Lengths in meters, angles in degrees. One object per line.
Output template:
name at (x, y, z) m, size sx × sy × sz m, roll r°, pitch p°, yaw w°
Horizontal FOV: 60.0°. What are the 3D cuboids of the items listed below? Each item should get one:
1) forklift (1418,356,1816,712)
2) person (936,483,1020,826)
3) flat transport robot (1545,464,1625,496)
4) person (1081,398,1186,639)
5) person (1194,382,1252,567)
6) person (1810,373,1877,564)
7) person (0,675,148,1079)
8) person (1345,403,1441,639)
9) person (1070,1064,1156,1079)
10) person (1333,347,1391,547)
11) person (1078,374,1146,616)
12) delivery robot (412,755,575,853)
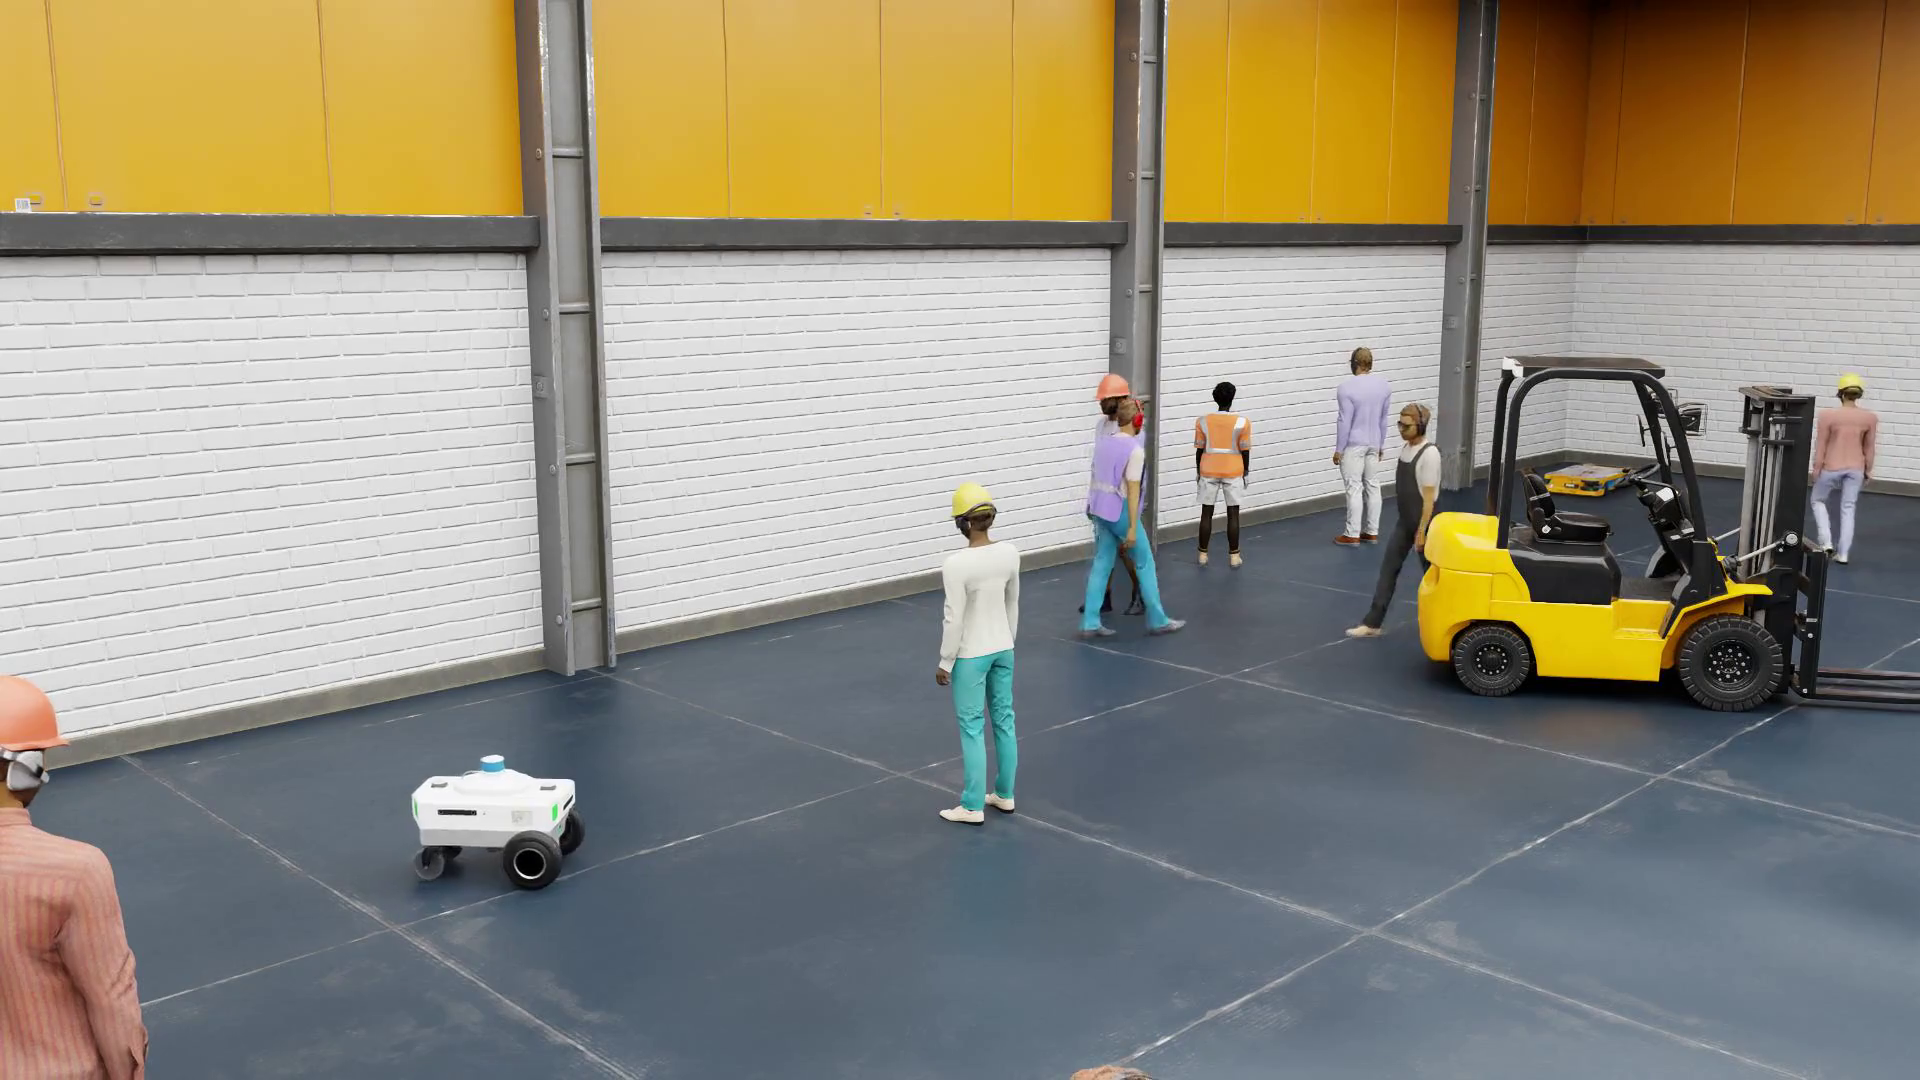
forklift at (4.276, -0.101, 11.076) m, size 2.313 × 2.155 × 1.214 m, roll 2°, pitch 11°, yaw 13°
person at (0.085, 0.583, 8.538) m, size 0.524 × 1.759 × 0.328 m, roll -10°, pitch 14°, yaw -43°
flat transport robot at (7.443, -0.716, 19.679) m, size 0.652 × 0.197 × 1.431 m, roll 9°, pitch 13°, yaw 39°
person at (1.299, -0.156, 12.449) m, size 0.895 × 1.799 × 0.571 m, roll -5°, pitch 12°, yaw -26°
person at (2.389, -0.597, 15.165) m, size 0.532 × 1.691 × 0.321 m, roll 4°, pitch 11°, yaw 20°
person at (8.104, -0.655, 15.293) m, size 0.557 × 1.749 × 0.432 m, roll 1°, pitch 10°, yaw 6°
person at (-2.233, 1.303, 3.991) m, size 0.611 × 1.985 × 0.393 m, roll 1°, pitch 10°, yaw 3°
person at (3.422, -0.132, 12.362) m, size 0.972 × 1.799 × 0.511 m, roll -2°, pitch 11°, yaw -11°
person at (0.308, 1.699, 2.814) m, size 0.375 × 1.624 × 0.562 m, roll 7°, pitch 13°, yaw 34°
person at (3.883, -0.902, 16.143) m, size 0.630 × 1.938 × 0.366 m, roll -6°, pitch 12°, yaw -29°
person at (1.225, -0.350, 13.169) m, size 0.445 × 1.941 × 0.553 m, roll -6°, pitch 12°, yaw -31°
delivery robot at (-2.198, 1.261, 7.846) m, size 0.707 × 0.478 × 0.477 m, roll 1°, pitch 10°, yaw 2°
